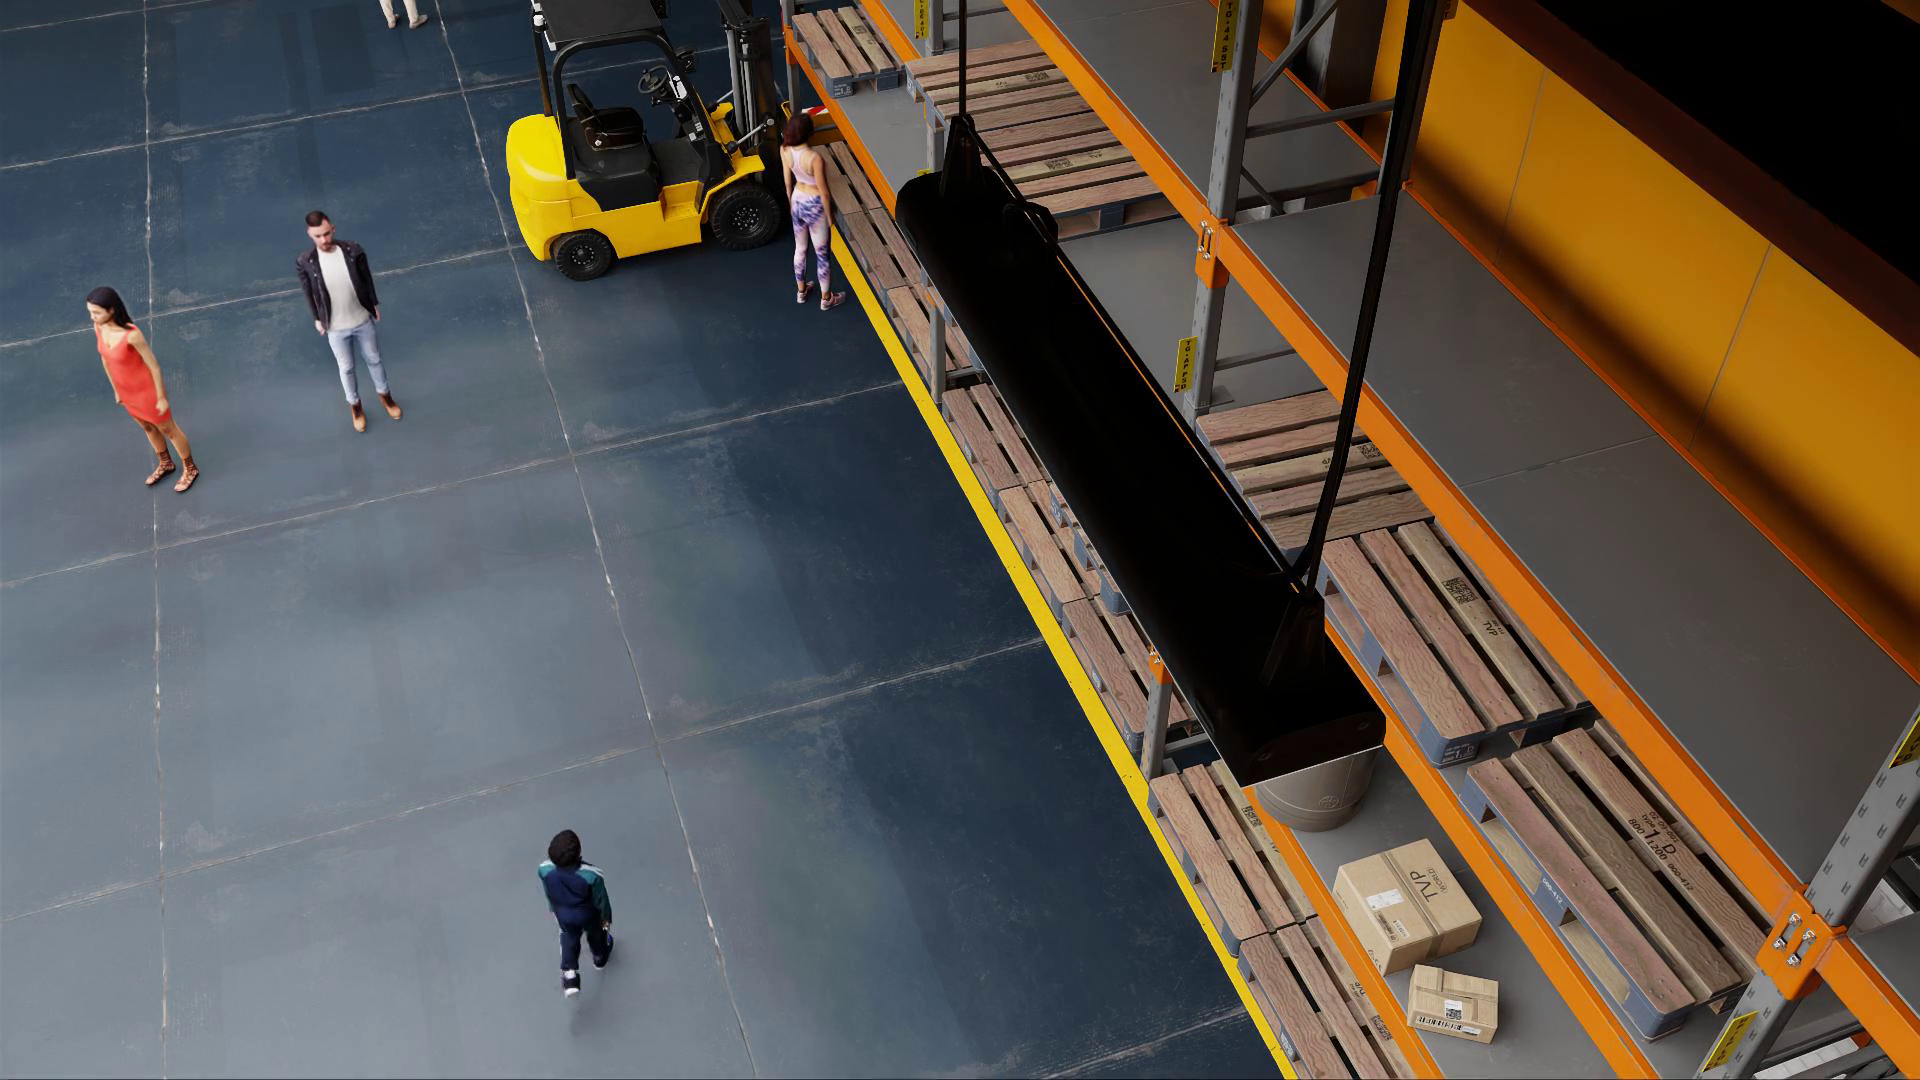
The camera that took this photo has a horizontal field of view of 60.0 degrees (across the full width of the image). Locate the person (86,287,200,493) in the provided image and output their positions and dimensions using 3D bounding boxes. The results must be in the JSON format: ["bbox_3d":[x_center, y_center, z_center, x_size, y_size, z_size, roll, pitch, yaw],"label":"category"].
[{"bbox_3d":[-5.865,-1.081,11.907,0.661,1.719,0.702,13,45,14],"label":"person"}]

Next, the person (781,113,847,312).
[{"bbox_3d":[-1.221,-2.680,13.550,0.666,1.767,0.742,22,48,22],"label":"person"}]

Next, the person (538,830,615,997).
[{"bbox_3d":[-2.087,2.028,8.986,0.675,1.246,0.813,3,44,3],"label":"person"}]

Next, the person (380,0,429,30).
[{"bbox_3d":[-5.956,-6.195,17.181,0.726,1.848,0.707,4,44,4],"label":"person"}]

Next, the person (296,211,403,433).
[{"bbox_3d":[-4.583,-1.666,12.436,0.686,1.836,0.603,-21,47,-20],"label":"person"}]
